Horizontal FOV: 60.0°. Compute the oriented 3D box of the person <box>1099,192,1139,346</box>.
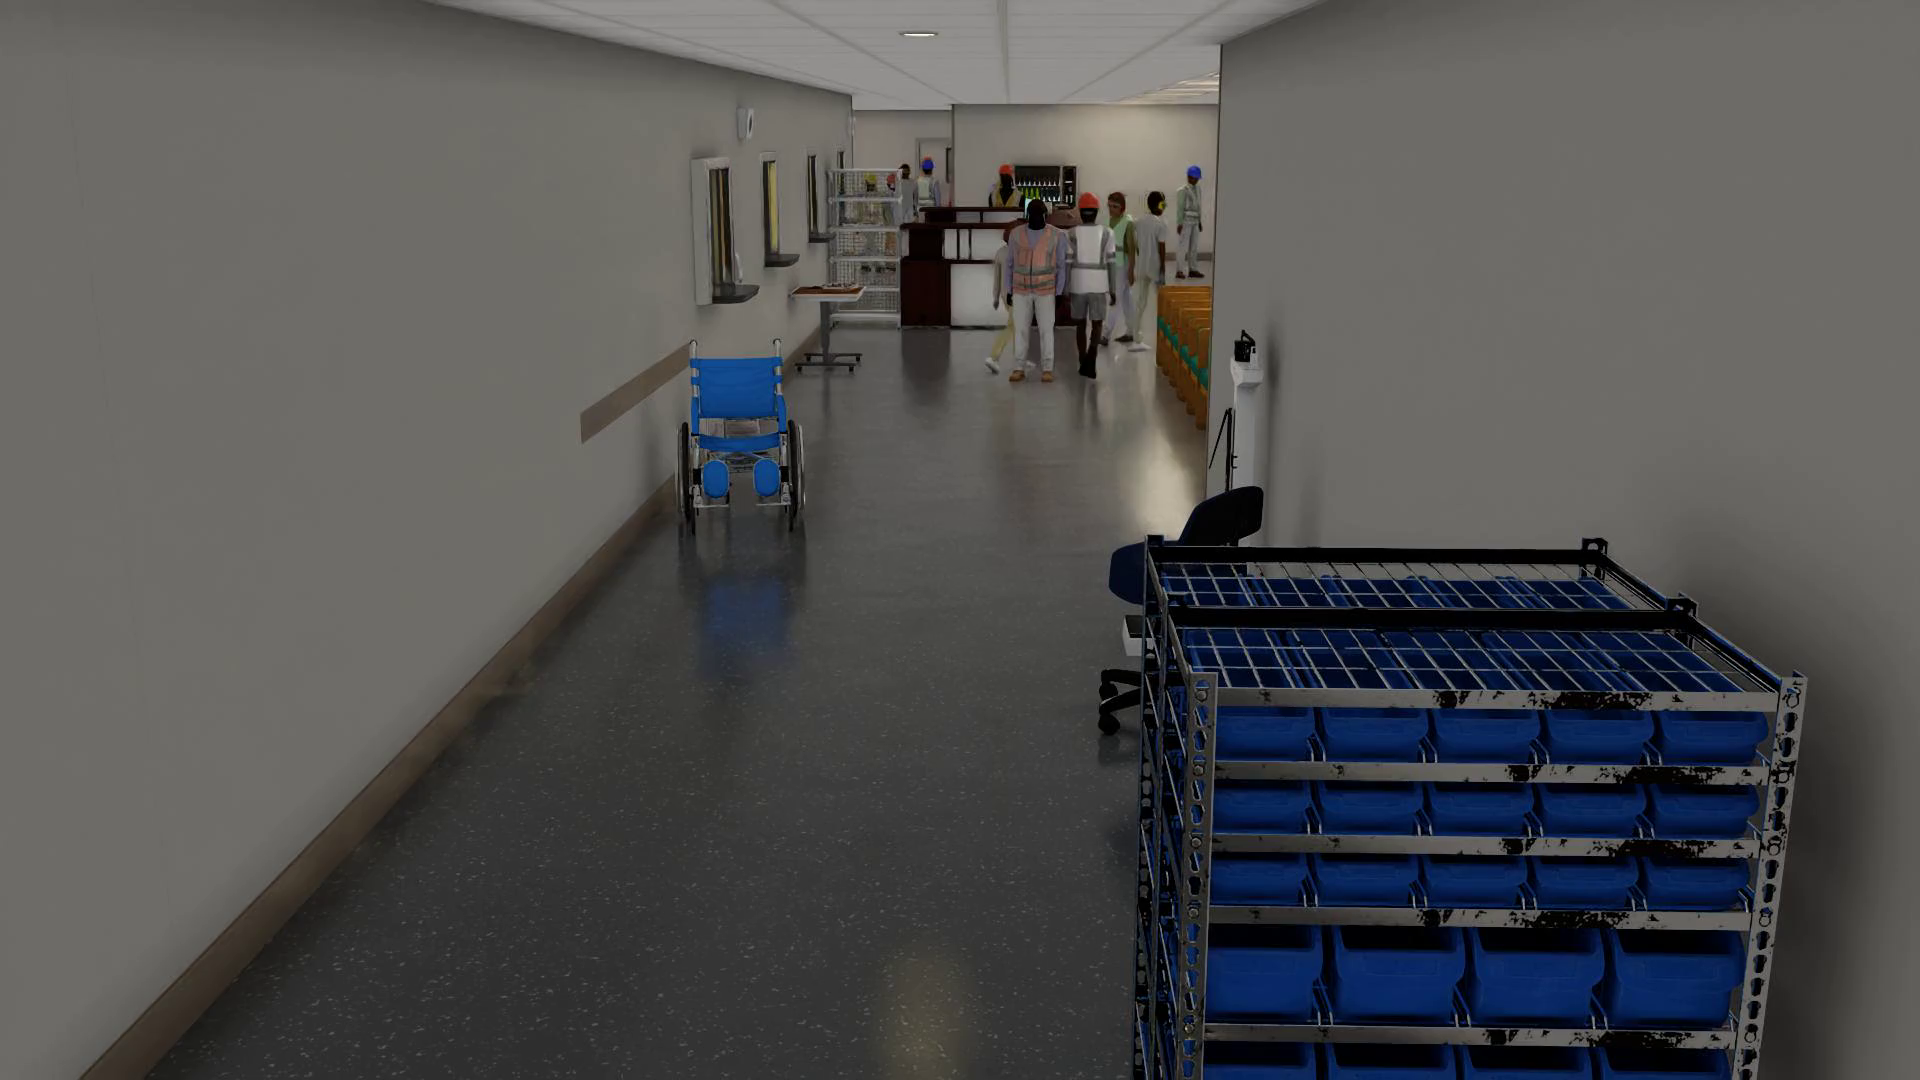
[{"bbox_3d":[1.819,-3.233,19.847,0.791,1.797,0.782,-5,15,-20],"label":"person"}]

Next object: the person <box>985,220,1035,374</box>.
[{"bbox_3d":[0.535,-2.567,17.558,0.819,1.597,0.498,-11,18,-39],"label":"person"}]

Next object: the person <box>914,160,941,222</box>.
[{"bbox_3d":[-0.631,-6.512,32.843,0.605,1.951,0.384,9,16,32],"label":"person"}]

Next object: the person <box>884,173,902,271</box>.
[{"bbox_3d":[-1.212,-5.754,30.171,0.324,1.752,0.562,-5,15,-18],"label":"person"}]

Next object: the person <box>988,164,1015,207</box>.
[{"bbox_3d":[0.761,-5.807,30.030,0.550,1.926,0.399,-6,15,-23],"label":"person"}]

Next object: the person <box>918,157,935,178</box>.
[{"bbox_3d":[-0.865,-8.069,39.249,0.648,1.916,0.562,8,16,30],"label":"person"}]

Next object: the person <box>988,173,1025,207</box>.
[{"bbox_3d":[0.757,-5.061,27.212,0.619,1.835,0.430,3,14,12],"label":"person"}]

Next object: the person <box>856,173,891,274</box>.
[{"bbox_3d":[-1.563,-5.684,29.841,0.599,1.789,0.924,-12,18,-39],"label":"person"}]

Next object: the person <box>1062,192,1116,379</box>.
[{"bbox_3d":[1.314,-2.592,17.024,0.560,1.908,0.769,1,14,6],"label":"person"}]

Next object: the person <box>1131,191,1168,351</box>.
[{"bbox_3d":[2.318,-3.124,19.351,0.951,1.820,0.527,-12,18,-41],"label":"person"}]

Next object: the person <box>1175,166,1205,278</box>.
[{"bbox_3d":[3.982,-5.487,28.758,0.444,1.924,0.628,11,18,38],"label":"person"}]

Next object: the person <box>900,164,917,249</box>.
[{"bbox_3d":[-1.174,-7.129,35.597,0.547,1.835,0.869,-4,14,-14],"label":"person"}]

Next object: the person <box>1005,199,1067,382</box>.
[{"bbox_3d":[0.759,-2.524,16.880,0.627,1.847,0.429,3,14,13],"label":"person"}]
